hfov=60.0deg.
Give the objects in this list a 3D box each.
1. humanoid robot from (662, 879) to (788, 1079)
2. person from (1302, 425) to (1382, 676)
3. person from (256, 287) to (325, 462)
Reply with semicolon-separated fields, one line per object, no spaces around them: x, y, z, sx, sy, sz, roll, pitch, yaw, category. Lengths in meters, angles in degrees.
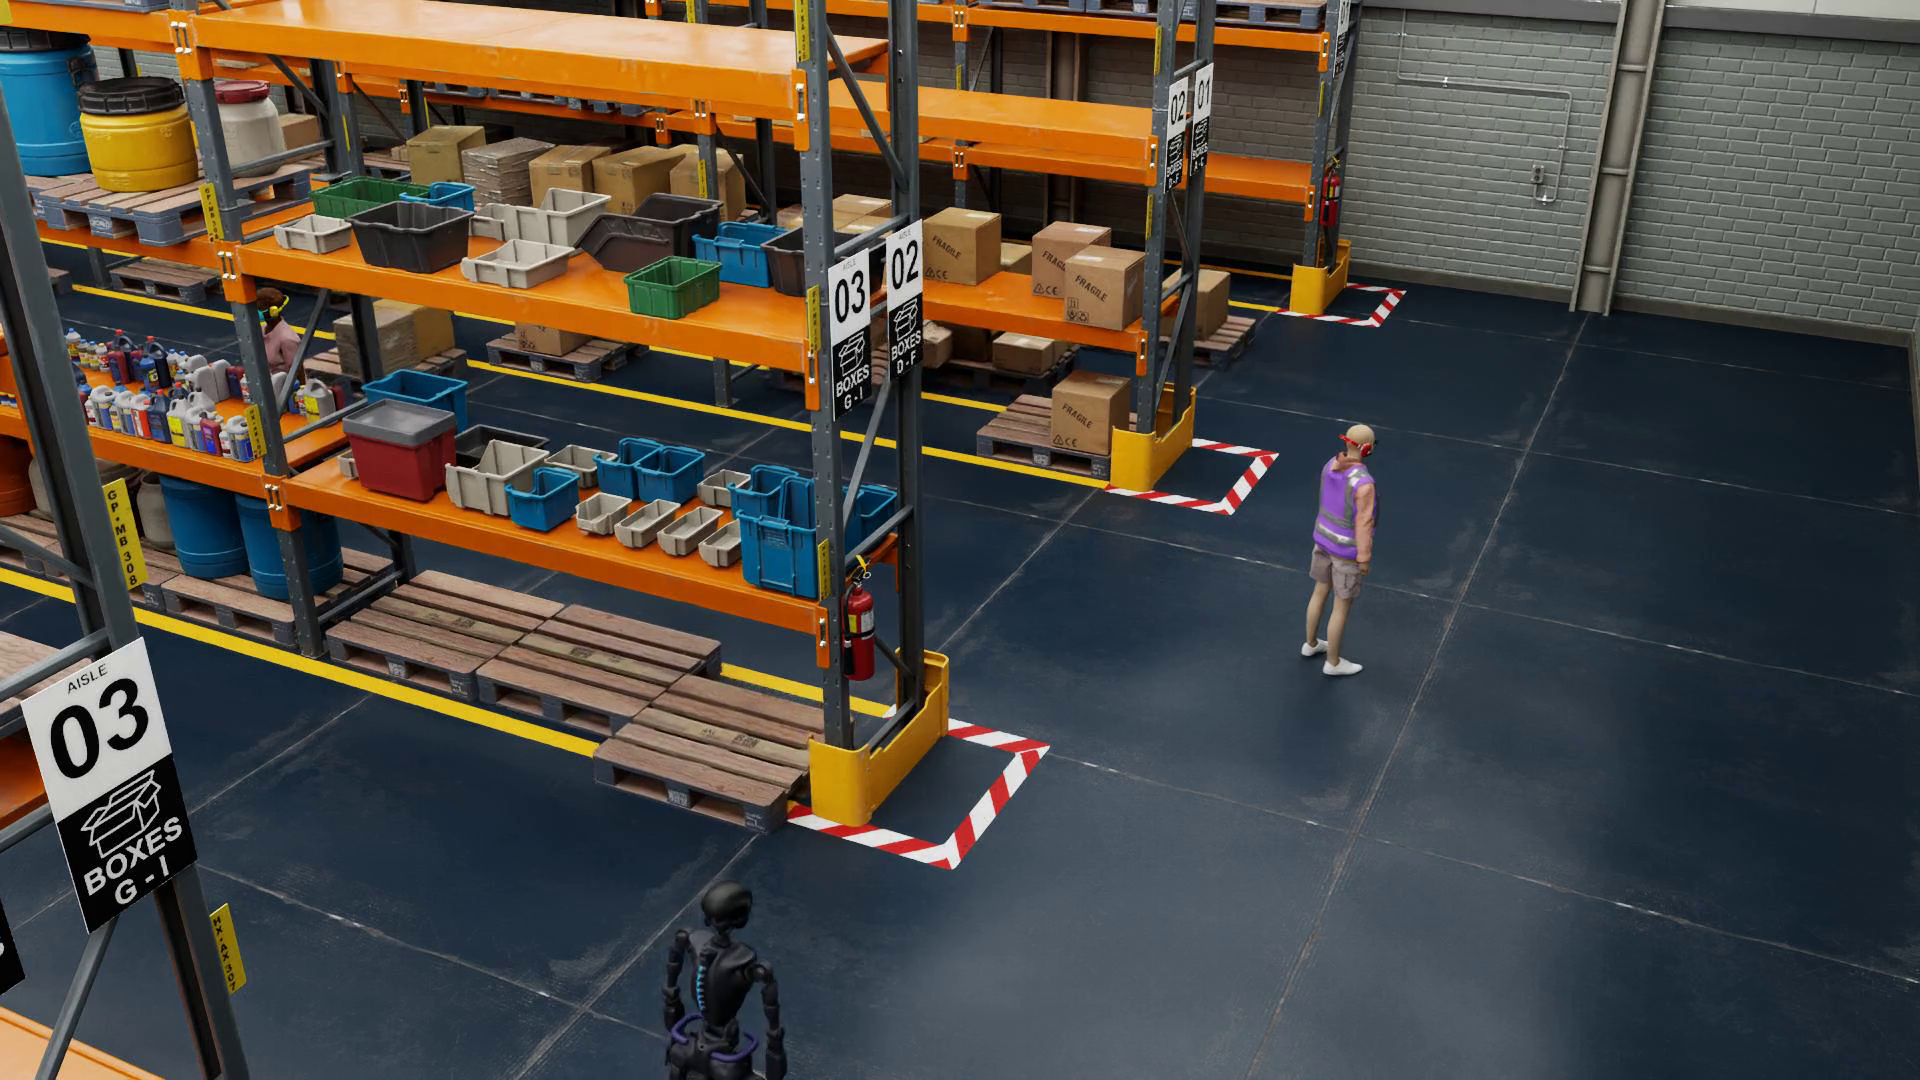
-0.951;2.062;6.546;0.613;1.628;0.417;14;30;26;humanoid robot
2.433;0.060;10.585;0.349;1.688;0.489;-11;28;-21;person
-5.148;-1.065;12.734;0.516;1.801;0.332;22;34;37;person
